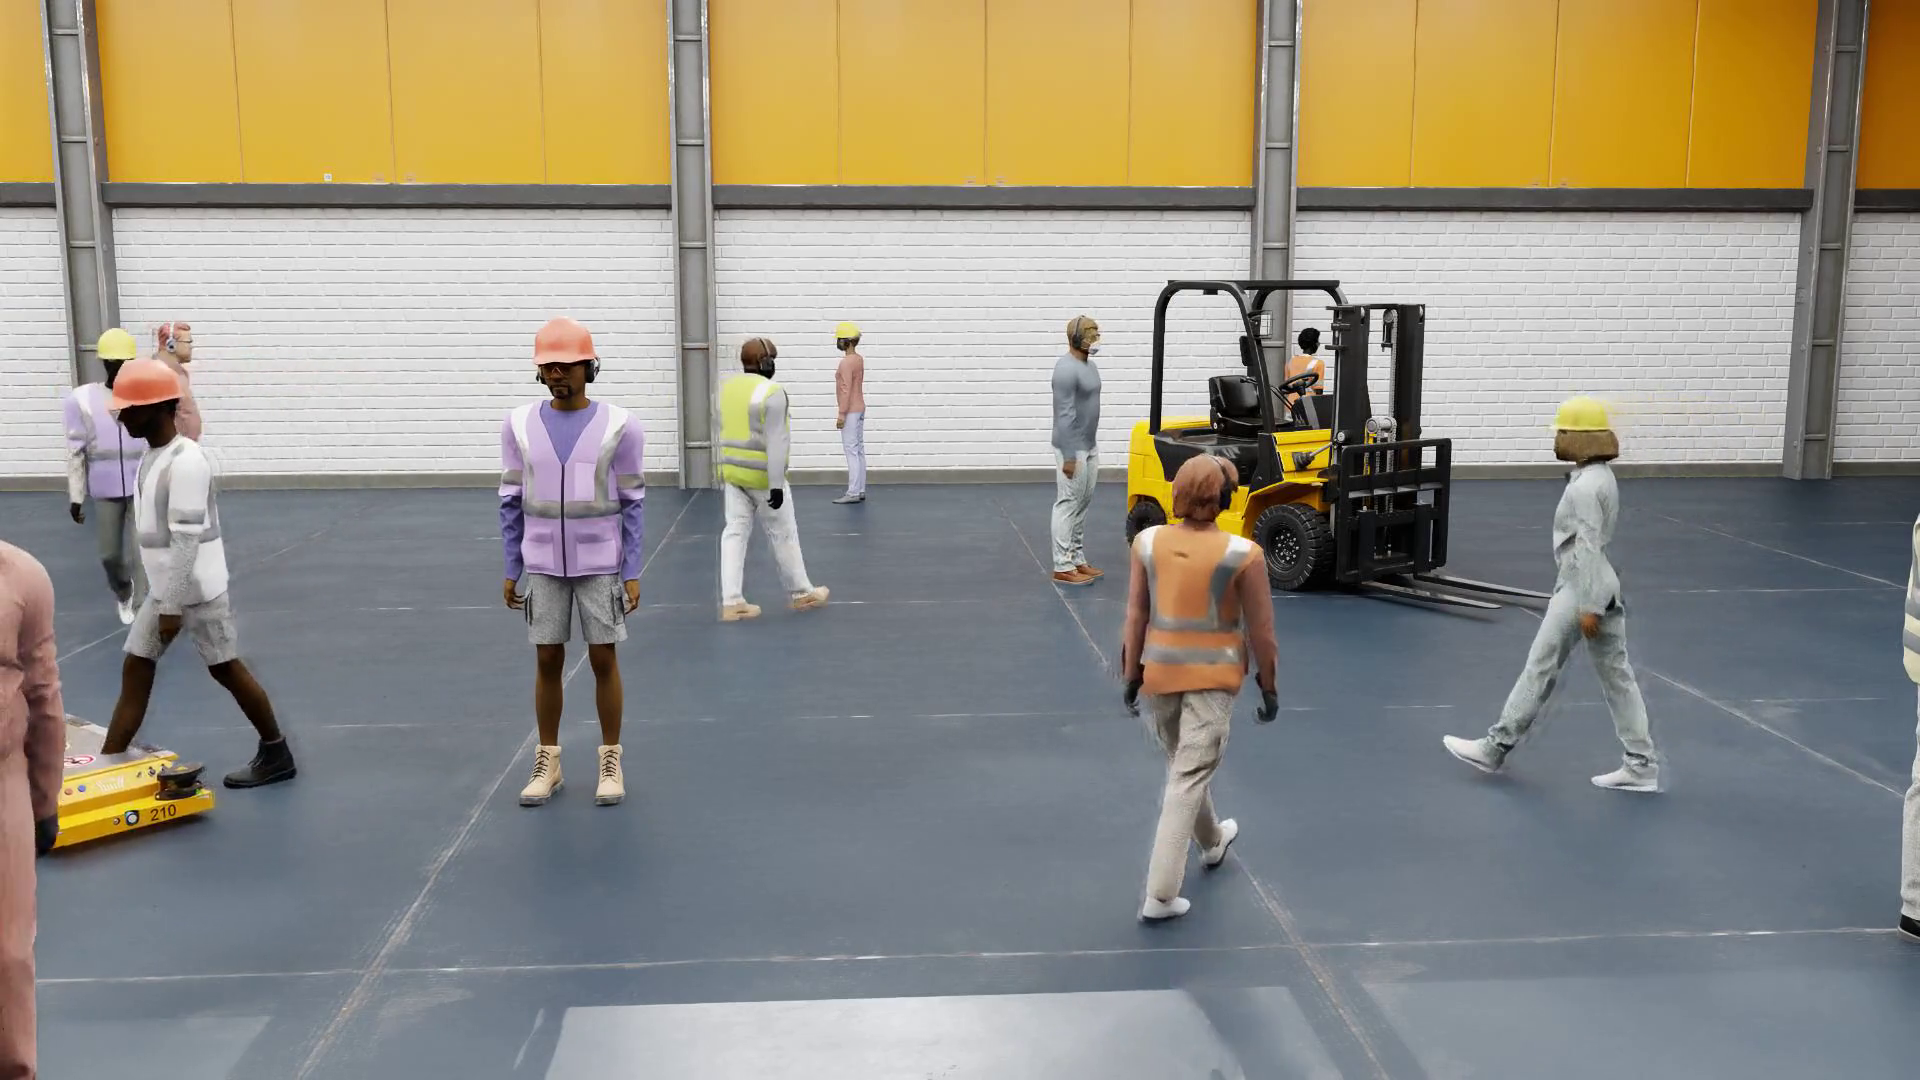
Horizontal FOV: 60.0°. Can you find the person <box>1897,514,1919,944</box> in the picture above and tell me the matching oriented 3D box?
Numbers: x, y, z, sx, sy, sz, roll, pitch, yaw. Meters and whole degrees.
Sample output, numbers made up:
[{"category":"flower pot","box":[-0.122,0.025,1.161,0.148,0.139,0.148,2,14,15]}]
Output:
[{"category":"person","box":[3.331,0.434,5.470,0.403,1.837,0.590,9,12,43]}]

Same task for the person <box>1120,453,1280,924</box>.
[{"category":"person","box":[0.868,0.492,5.851,0.535,1.586,0.864,6,11,35]}]

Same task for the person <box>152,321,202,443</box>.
[{"category":"person","box":[-5.608,-0.608,11.857,0.440,1.887,0.668,-4,10,-25]}]

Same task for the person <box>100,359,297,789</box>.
[{"category":"person","box":[-3.310,0.189,6.913,1.039,1.870,0.549,-9,13,-43]}]

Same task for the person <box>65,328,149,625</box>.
[{"category":"person","box":[-5.053,-0.332,10.077,0.595,1.907,0.793,-4,10,-22]}]

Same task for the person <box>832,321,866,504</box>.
[{"category":"person","box":[-1.077,-1.236,16.173,0.305,1.771,0.525,2,9,12]}]

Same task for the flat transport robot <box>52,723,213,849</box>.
[{"category":"flat transport robot","box":[-3.799,0.978,6.951,1.431,0.197,0.652,7,12,38]}]

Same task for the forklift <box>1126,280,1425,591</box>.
[{"category":"forklift","box":[2.301,-0.860,12.475,1.214,2.155,2.313,-6,11,-35]}]

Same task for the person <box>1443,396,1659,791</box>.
[{"category":"person","box":[2.618,0.227,7.189,0.905,1.689,0.510,5,10,30]}]

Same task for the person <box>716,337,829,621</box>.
[{"category":"person","box":[-1.238,-0.403,10.814,0.656,1.803,0.888,8,12,40]}]

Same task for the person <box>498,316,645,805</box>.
[{"category":"person","box":[-1.615,0.098,6.941,0.608,2.044,0.370,0,9,-1]}]

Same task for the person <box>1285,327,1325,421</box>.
[{"category":"person","box":[3.493,-1.303,16.851,0.321,1.691,0.532,-5,10,-29]}]

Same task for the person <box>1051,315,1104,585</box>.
[{"category":"person","box":[0.840,-0.639,11.935,0.359,1.934,0.626,4,10,22]}]

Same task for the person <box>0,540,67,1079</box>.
[{"category":"person","box":[-2.552,0.636,4.099,0.641,1.873,0.887,-6,11,-33]}]
